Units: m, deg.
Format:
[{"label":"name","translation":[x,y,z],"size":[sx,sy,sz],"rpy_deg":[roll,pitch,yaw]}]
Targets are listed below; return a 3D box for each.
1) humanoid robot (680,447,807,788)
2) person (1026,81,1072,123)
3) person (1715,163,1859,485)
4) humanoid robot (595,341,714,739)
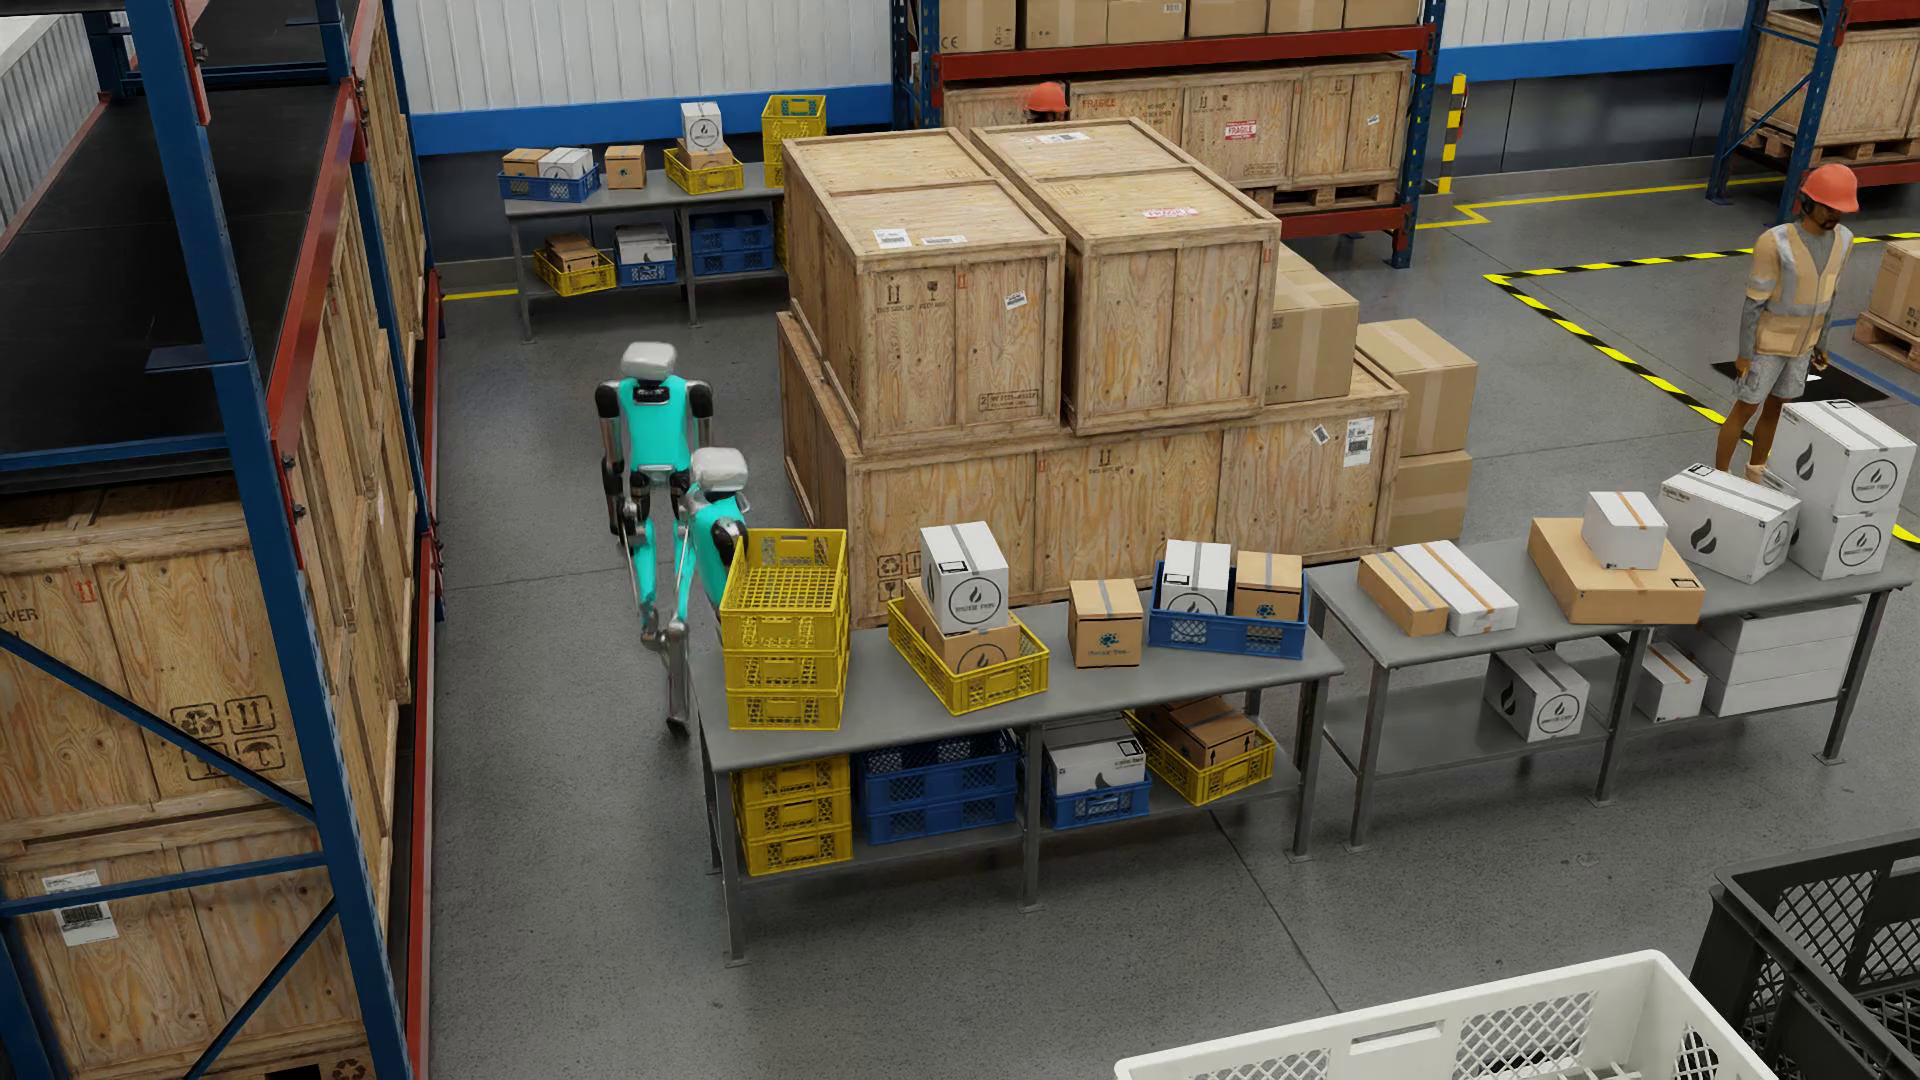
[{"label":"humanoid robot","translation":[-0.722,0.406,6.912],"size":[0.789,1.827,0.569],"rpy_deg":[-13,31,-22]},{"label":"person","translation":[0.606,-2.163,11.351],"size":[0.916,1.893,0.565],"rpy_deg":[-11,31,-19]},{"label":"person","translation":[4.610,-1.097,9.274],"size":[0.605,2.041,0.382],"rpy_deg":[-8,30,-15]},{"label":"humanoid robot","translation":[-1.368,0.064,7.503],"size":[0.536,1.783,0.938],"rpy_deg":[-1,29,-1]}]
